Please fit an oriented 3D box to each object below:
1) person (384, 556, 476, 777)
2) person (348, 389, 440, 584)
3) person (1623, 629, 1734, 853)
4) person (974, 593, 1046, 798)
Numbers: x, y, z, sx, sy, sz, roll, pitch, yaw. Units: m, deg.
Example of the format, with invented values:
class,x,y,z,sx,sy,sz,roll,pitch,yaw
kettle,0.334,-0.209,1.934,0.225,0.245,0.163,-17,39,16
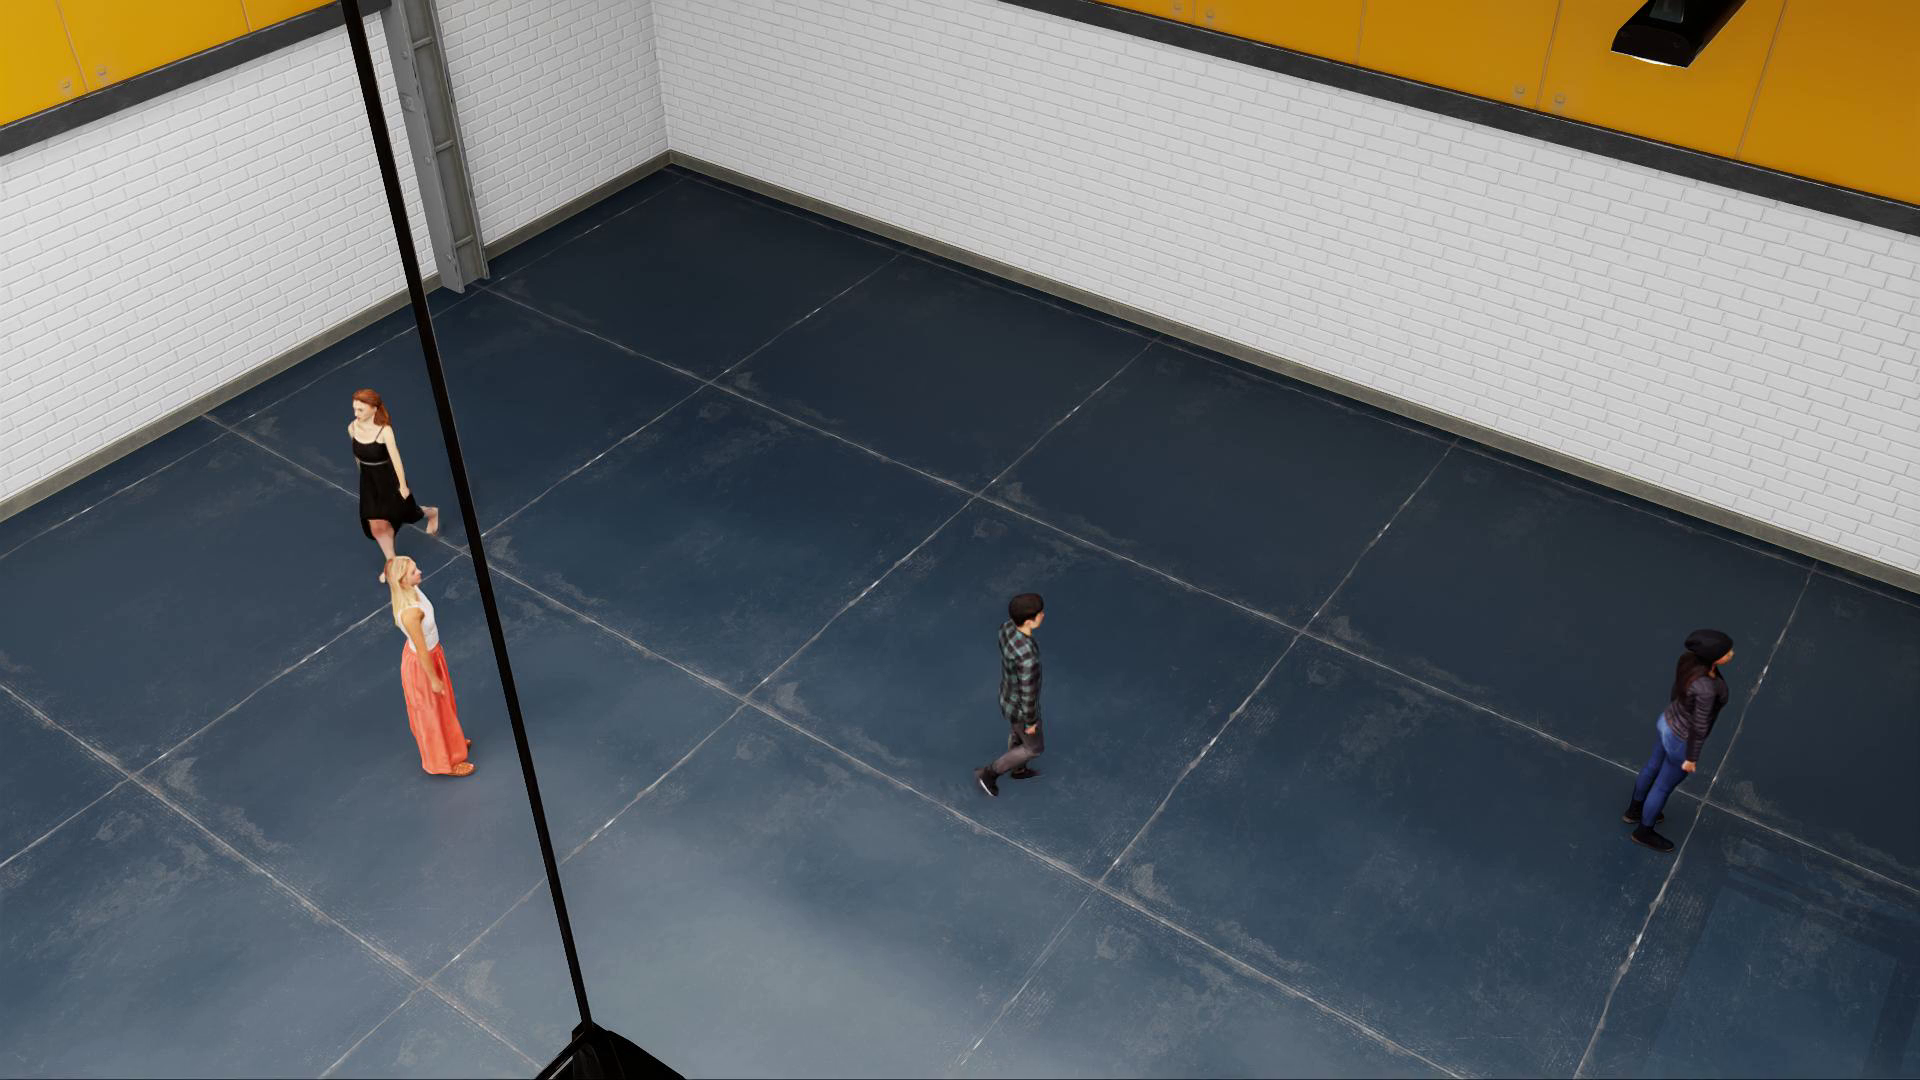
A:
class,x,y,z,sx,sy,sz,roll,pitch,yaw
person,-3.552,0.826,11.032,0.772,1.802,0.728,-10,40,-12
person,-4.395,-0.489,12.839,0.741,1.602,1.032,12,40,15
person,4.557,1.243,10.556,0.762,1.745,0.651,4,39,5
person,0.329,1.043,10.963,0.945,1.710,0.906,-8,39,-10
